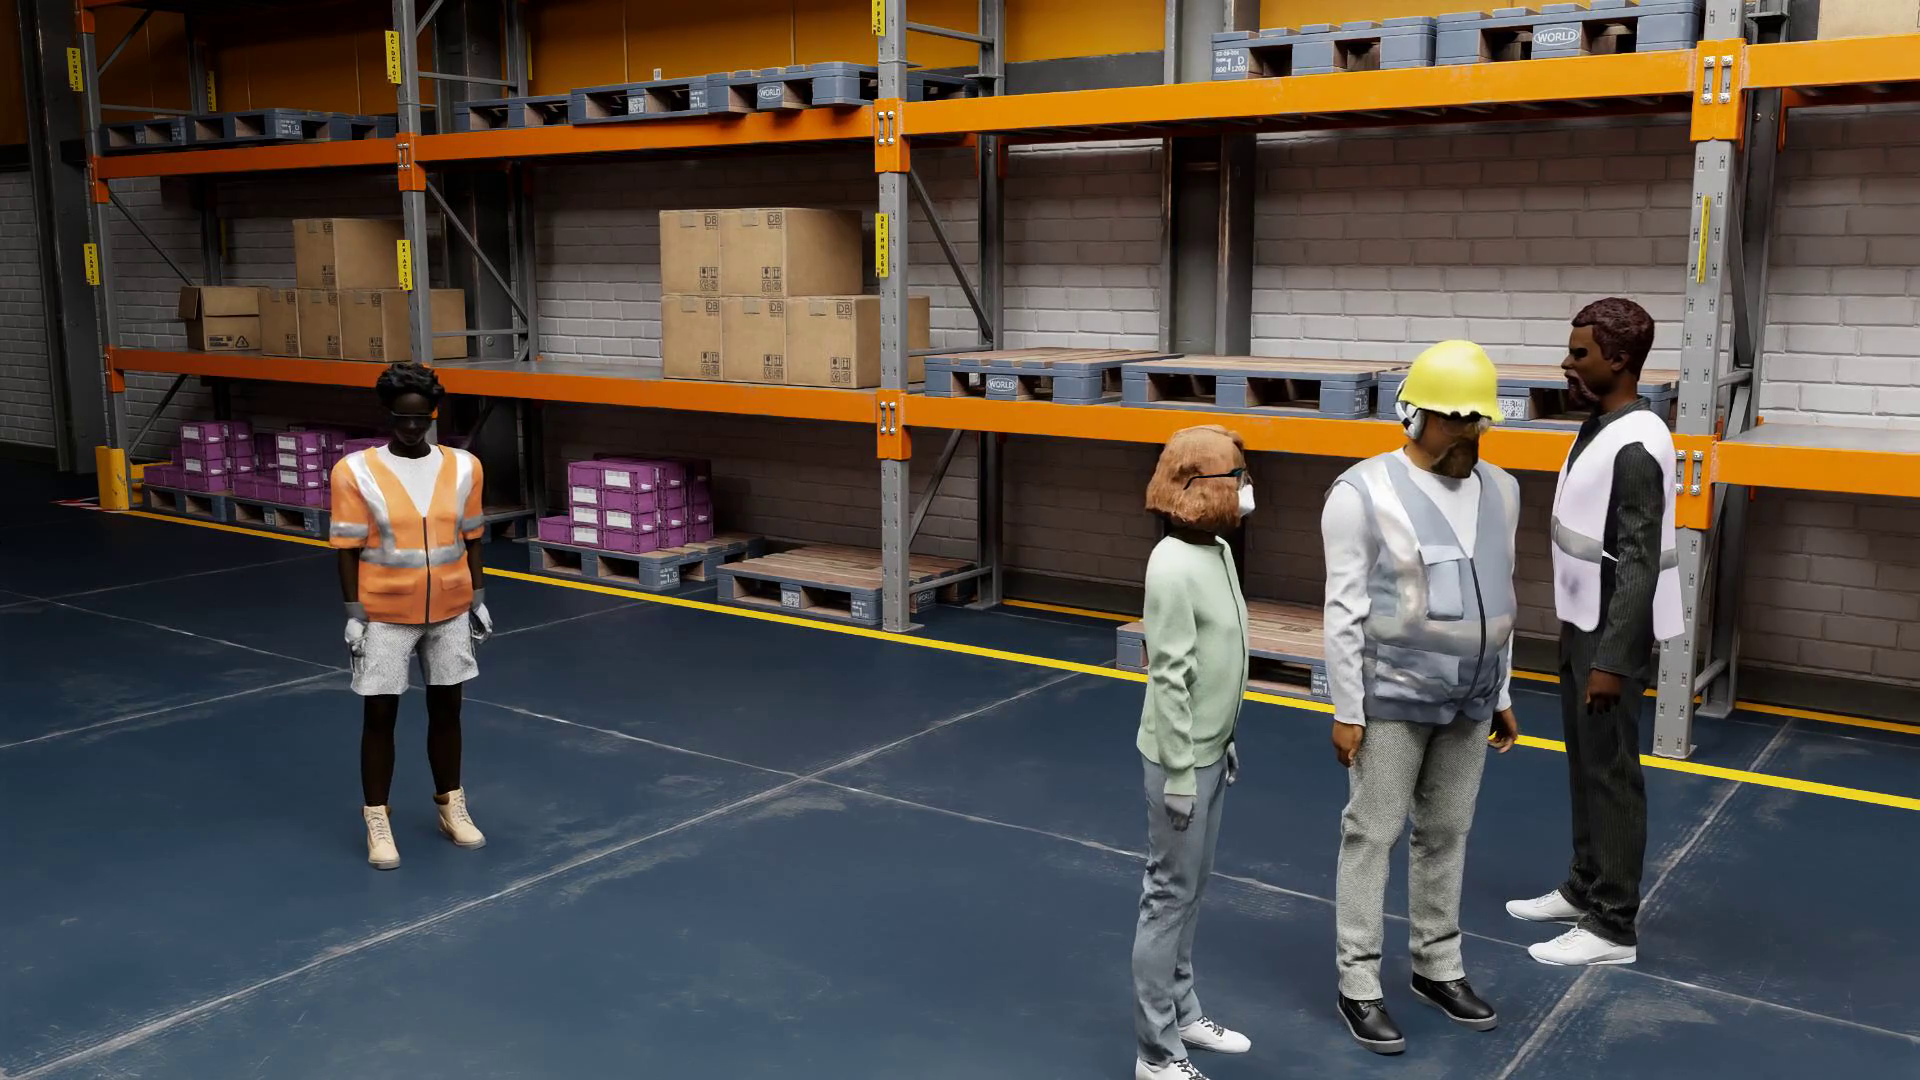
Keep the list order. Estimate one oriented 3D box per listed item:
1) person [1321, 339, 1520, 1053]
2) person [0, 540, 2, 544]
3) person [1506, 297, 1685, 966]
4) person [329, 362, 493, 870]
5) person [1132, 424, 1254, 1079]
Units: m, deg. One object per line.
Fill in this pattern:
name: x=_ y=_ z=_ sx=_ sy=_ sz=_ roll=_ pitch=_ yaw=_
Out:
person: x=1.211 y=0.397 z=4.311 sx=0.586 sy=1.827 sz=0.404 roll=-4 pitch=10 yaw=-24
person: x=-7.020 y=-0.882 z=11.623 sx=0.371 sy=1.931 sz=0.543 roll=4 pitch=10 yaw=22
person: x=1.862 y=0.269 z=4.804 sx=0.392 sy=1.919 sz=0.591 roll=1 pitch=10 yaw=9
person: x=-1.840 y=0.244 z=5.618 sx=0.533 sy=1.692 sz=0.322 roll=-7 pitch=12 yaw=-37
person: x=0.579 y=0.533 z=4.066 sx=0.285 sy=1.636 sz=0.497 roll=4 pitch=10 yaw=20
